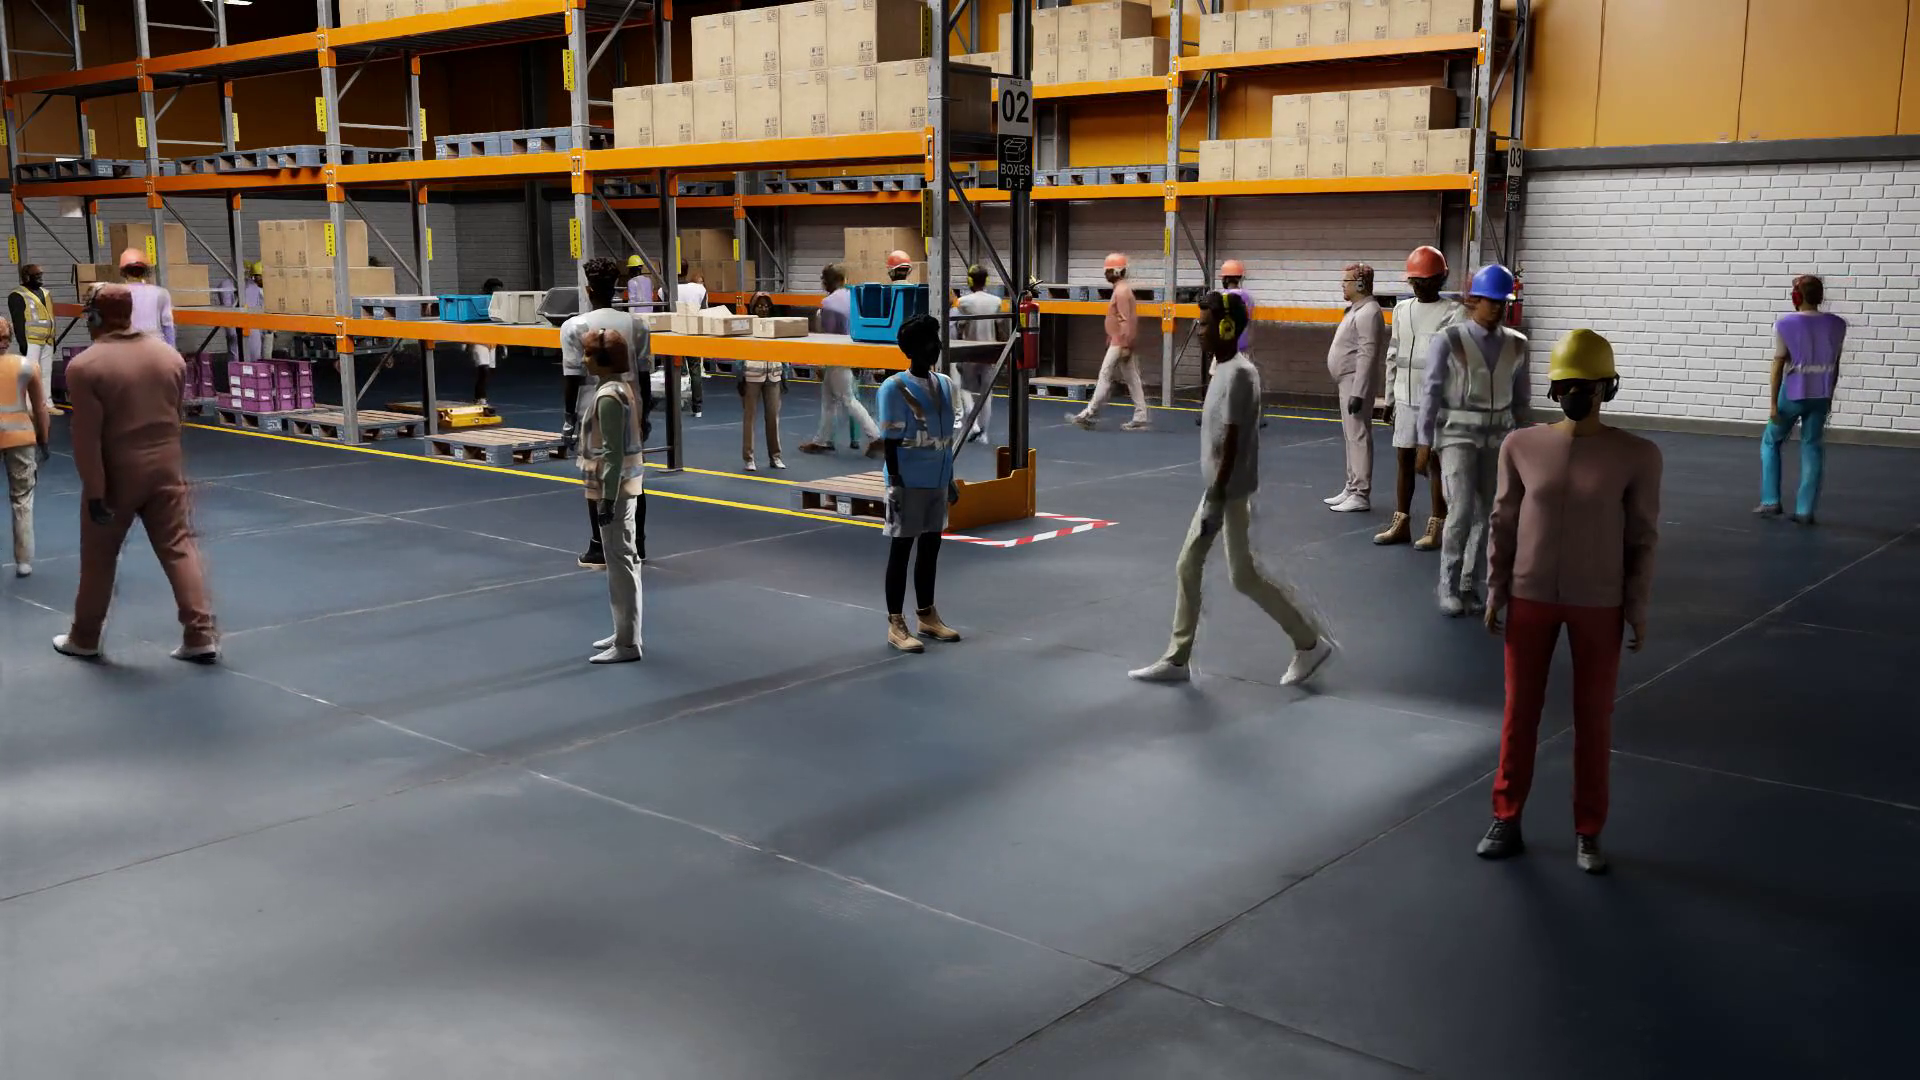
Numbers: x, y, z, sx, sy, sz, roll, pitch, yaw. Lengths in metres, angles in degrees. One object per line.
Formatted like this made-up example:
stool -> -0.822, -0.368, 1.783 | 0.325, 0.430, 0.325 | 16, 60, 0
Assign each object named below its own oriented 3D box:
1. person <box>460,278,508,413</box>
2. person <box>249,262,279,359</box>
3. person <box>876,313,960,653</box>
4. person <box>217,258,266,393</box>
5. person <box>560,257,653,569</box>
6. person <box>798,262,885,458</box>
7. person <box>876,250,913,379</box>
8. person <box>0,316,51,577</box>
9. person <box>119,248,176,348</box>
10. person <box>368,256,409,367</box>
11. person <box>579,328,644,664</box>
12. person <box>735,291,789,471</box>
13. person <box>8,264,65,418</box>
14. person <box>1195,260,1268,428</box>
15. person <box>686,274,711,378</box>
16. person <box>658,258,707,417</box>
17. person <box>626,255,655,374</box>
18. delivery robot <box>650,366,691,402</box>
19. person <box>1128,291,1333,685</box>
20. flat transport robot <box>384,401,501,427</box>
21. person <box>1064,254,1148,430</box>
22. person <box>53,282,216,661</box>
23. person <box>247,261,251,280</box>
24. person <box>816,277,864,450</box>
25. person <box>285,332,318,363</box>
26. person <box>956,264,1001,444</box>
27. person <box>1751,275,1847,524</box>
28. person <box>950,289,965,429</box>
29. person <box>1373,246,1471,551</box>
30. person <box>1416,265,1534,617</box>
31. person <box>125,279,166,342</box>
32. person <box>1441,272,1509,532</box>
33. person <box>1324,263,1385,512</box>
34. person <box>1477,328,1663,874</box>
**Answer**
person -> -5.765, -2.357, 20.270 | 0.591, 1.655, 0.586 | 6, 11, 29
person -> -9.703, -2.936, 23.090 | 0.403, 1.832, 0.594 | 4, 11, 21
person -> -0.201, -0.293, 8.419 | 0.318, 1.700, 0.535 | 8, 13, 37
person -> -9.686, -2.864, 22.513 | 0.401, 1.909, 0.646 | 5, 11, 27
person -> -2.231, -0.796, 10.521 | 0.604, 1.966, 0.367 | -7, 12, -34
person -> -1.120, -1.736, 16.100 | 0.991, 1.903, 0.637 | 4, 11, 22
person -> -0.603, -1.934, 16.916 | 0.611, 1.996, 0.378 | -7, 12, -36
person -> -5.904, -0.577, 10.263 | 0.533, 1.625, 0.460 | -6, 12, -30
person -> -7.890, -1.795, 16.059 | 0.560, 2.028, 0.606 | 10, 14, 44
person -> -9.747, -3.849, 28.125 | 0.548, 1.896, 0.701 | 2, 10, 9
person -> -1.702, -0.216, 8.160 | 0.307, 1.637, 0.525 | -1, 10, -7
person -> -1.813, -1.447, 15.180 | 0.510, 1.634, 0.311 | -6, 12, -30
person -> -11.085, -2.384, 19.966 | 0.430, 1.837, 0.632 | 1, 10, 7
person -> 3.056, -2.153, 18.470 | 0.555, 1.898, 0.996 | -7, 12, -36
person -> -4.079, -3.317, 25.861 | 0.285, 1.625, 0.497 | 6, 12, 32
person -> -3.314, -2.416, 19.926 | 0.582, 1.911, 0.391 | -3, 10, -14
person -> -4.861, -3.347, 25.197 | 0.402, 1.919, 0.588 | 4, 11, 21
delivery robot -> -3.711, -1.925, 20.703 | 0.707, 0.478, 0.477 | 0, 10, 2
person -> 1.281, -0.221, 7.639 | 0.887, 1.842, 0.526 | 0, 10, -2
flat transport robot -> -5.986, -1.466, 19.162 | 1.431, 0.197, 0.652 | 8, 13, 39
person -> 1.653, -2.181, 18.438 | 0.980, 1.945, 0.657 | 2, 10, 11
person -> -4.068, -0.321, 8.122 | 0.927, 1.862, 0.645 | 6, 12, 30
person -> -11.702, -3.688, 27.370 | 0.404, 1.829, 0.600 | -5, 11, -26
person -> -1.208, -1.785, 16.749 | 0.524, 1.761, 0.340 | -4, 11, -19
person -> -11.610, -3.913, 29.260 | 0.505, 1.621, 0.466 | 7, 12, 35
person -> 0.203, -1.906, 17.155 | 0.535, 1.857, 0.372 | -3, 10, -16
person -> 6.219, -1.039, 12.328 | 0.580, 1.823, 0.630 | 0, 10, -1
person -> -0.168, -2.062, 18.712 | 0.508, 1.623, 0.294 | 3, 10, 17
person -> 3.096, -0.944, 11.172 | 0.388, 2.036, 0.605 | -8, 13, -40
person -> 2.830, -0.524, 9.070 | 0.641, 1.927, 0.501 | -2, 10, -12
person -> -8.886, -2.005, 18.118 | 0.499, 1.715, 0.709 | -8, 13, -40
person -> 3.517, -0.895, 11.430 | 0.771, 1.870, 0.682 | -6, 12, -32
person -> 3.039, -1.172, 12.836 | 0.410, 1.909, 0.643 | 1, 10, 7
person -> 1.975, 0.201, 5.419 | 0.523, 1.769, 0.316 | 5, 11, 27
